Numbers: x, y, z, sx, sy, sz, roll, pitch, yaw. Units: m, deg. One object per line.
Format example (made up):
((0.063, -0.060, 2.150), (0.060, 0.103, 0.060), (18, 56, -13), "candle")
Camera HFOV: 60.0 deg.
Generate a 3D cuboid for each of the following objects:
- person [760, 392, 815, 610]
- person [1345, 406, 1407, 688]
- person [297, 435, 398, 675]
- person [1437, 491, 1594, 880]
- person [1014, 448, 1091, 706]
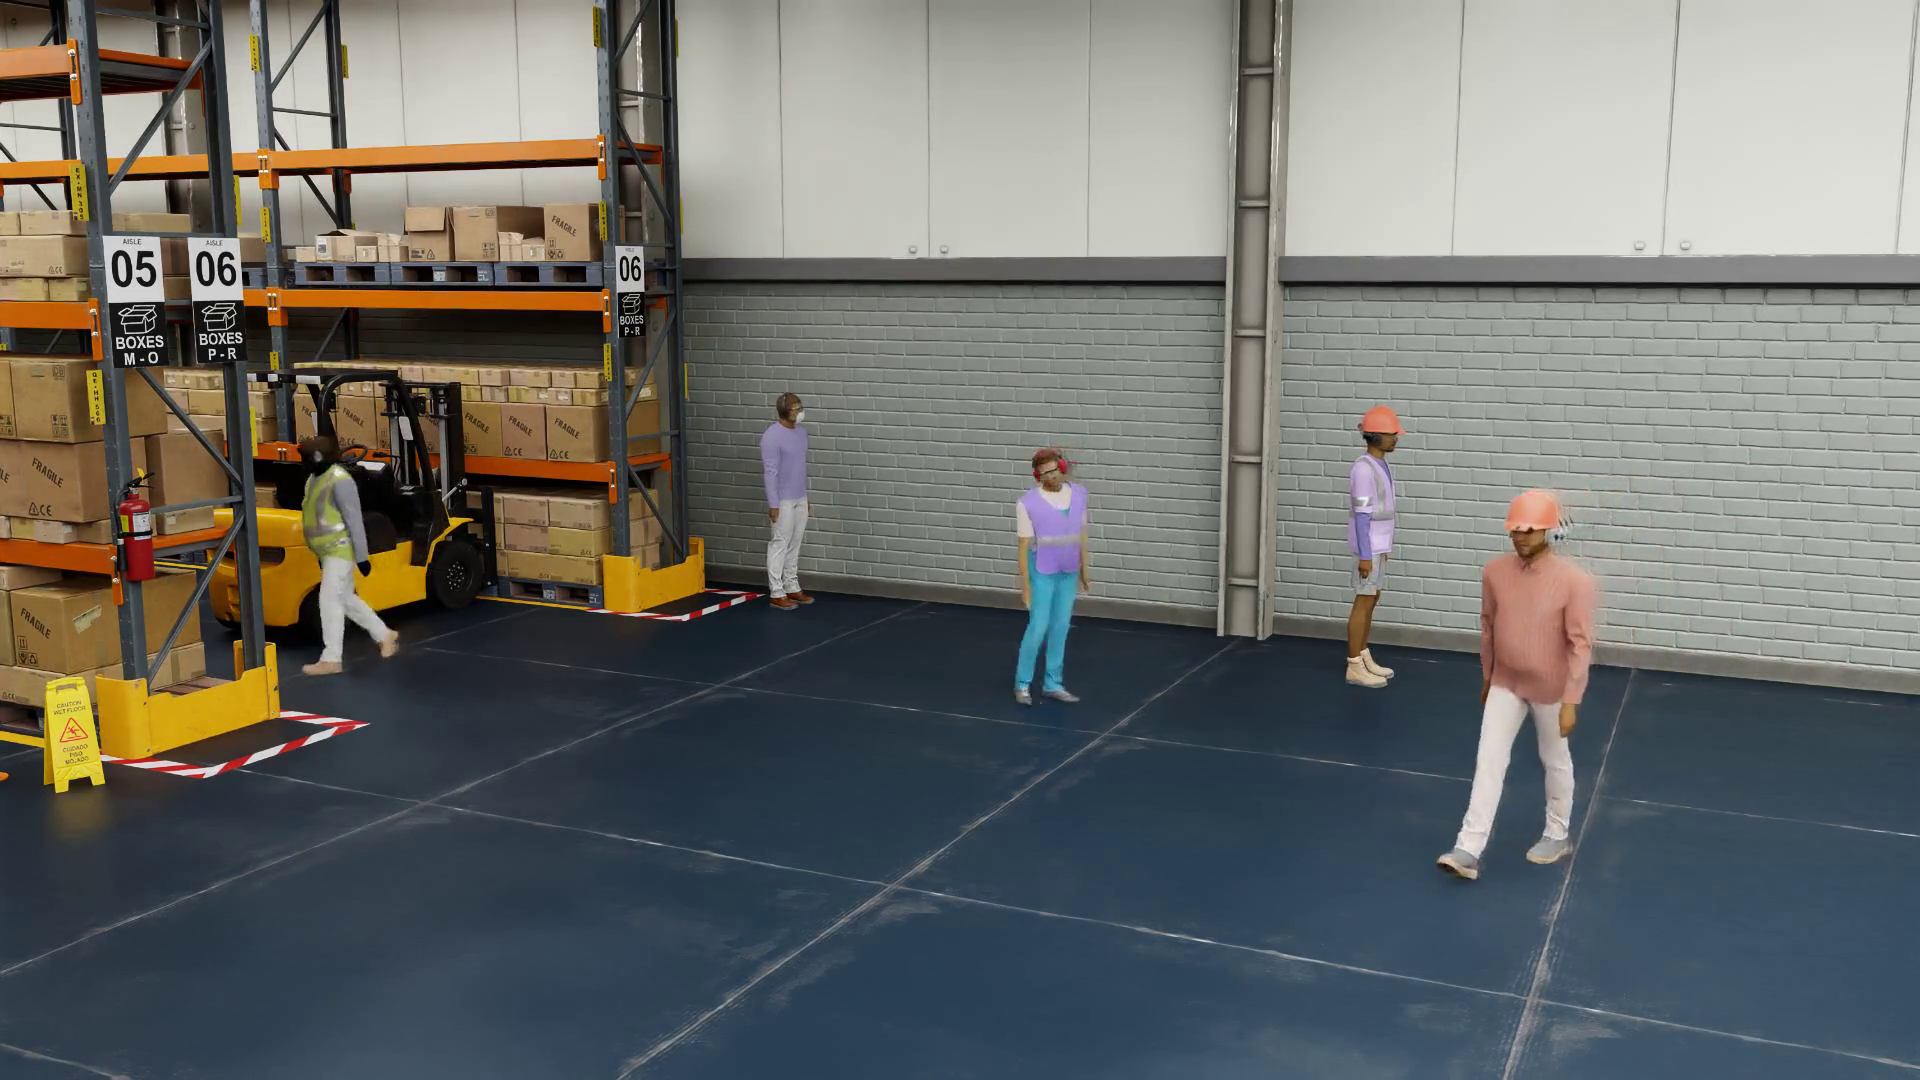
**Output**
((-1.536, -0.354, 14.905), (0.358, 1.938, 0.636), (4, 10, 25), "person")
((3.034, 0.044, 12.145), (0.378, 2.042, 0.615), (4, 10, 25), "person")
((-4.652, 0.092, 12.627), (0.760, 1.801, 0.683), (-7, 11, -35), "person")
((2.798, 0.728, 8.252), (1.008, 1.937, 0.647), (-8, 13, -42), "person")
((0.620, 0.255, 11.592), (0.603, 1.815, 0.415), (-7, 11, -36), "person")
